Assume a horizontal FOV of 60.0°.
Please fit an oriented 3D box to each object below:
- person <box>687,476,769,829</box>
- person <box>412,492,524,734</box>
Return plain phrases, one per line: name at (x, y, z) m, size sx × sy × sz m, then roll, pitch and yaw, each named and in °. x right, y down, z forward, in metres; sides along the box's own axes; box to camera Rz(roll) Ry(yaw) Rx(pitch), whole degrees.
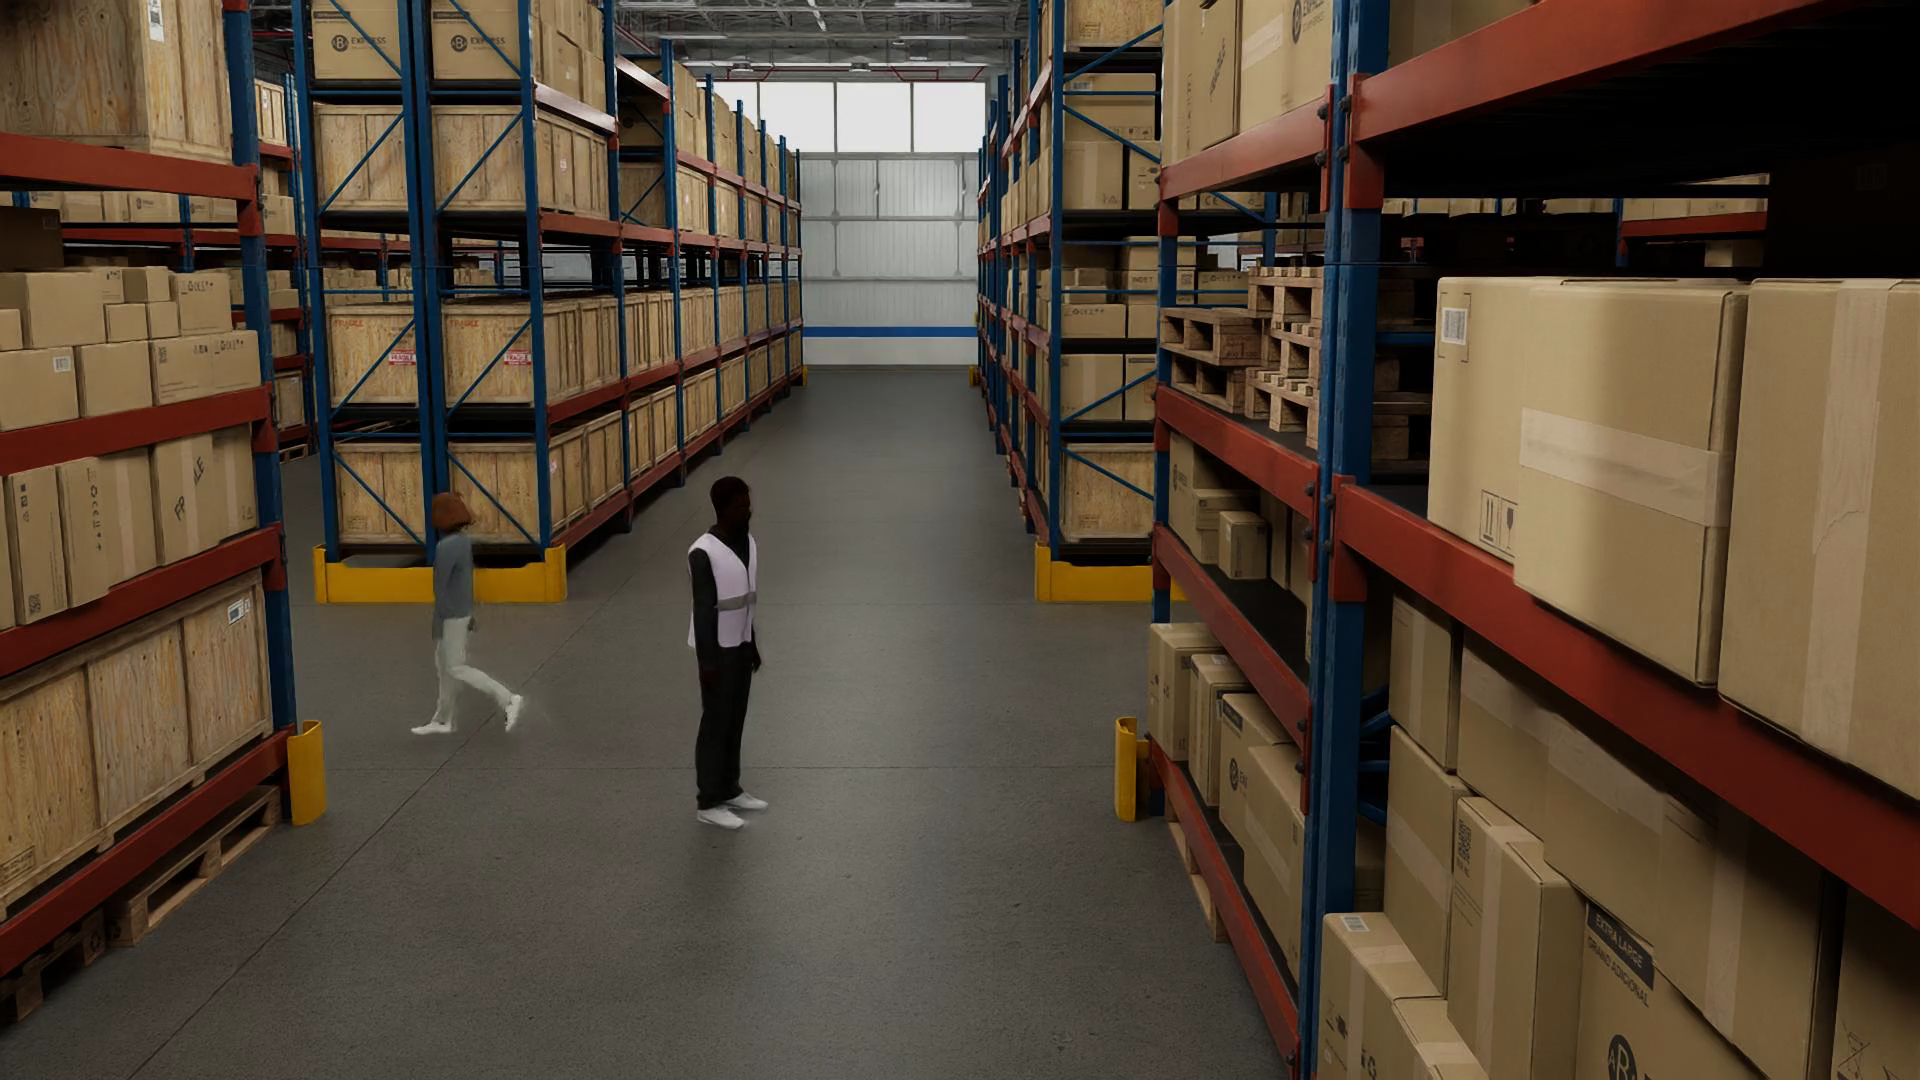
person at (-1.292, 0.598, 9.134) m, size 0.371 × 1.916 × 0.597 m, roll 3°, pitch 10°, yaw 19°
person at (-3.214, 0.486, 10.748) m, size 0.684 × 1.612 × 0.503 m, roll -1°, pitch 9°, yaw -6°
